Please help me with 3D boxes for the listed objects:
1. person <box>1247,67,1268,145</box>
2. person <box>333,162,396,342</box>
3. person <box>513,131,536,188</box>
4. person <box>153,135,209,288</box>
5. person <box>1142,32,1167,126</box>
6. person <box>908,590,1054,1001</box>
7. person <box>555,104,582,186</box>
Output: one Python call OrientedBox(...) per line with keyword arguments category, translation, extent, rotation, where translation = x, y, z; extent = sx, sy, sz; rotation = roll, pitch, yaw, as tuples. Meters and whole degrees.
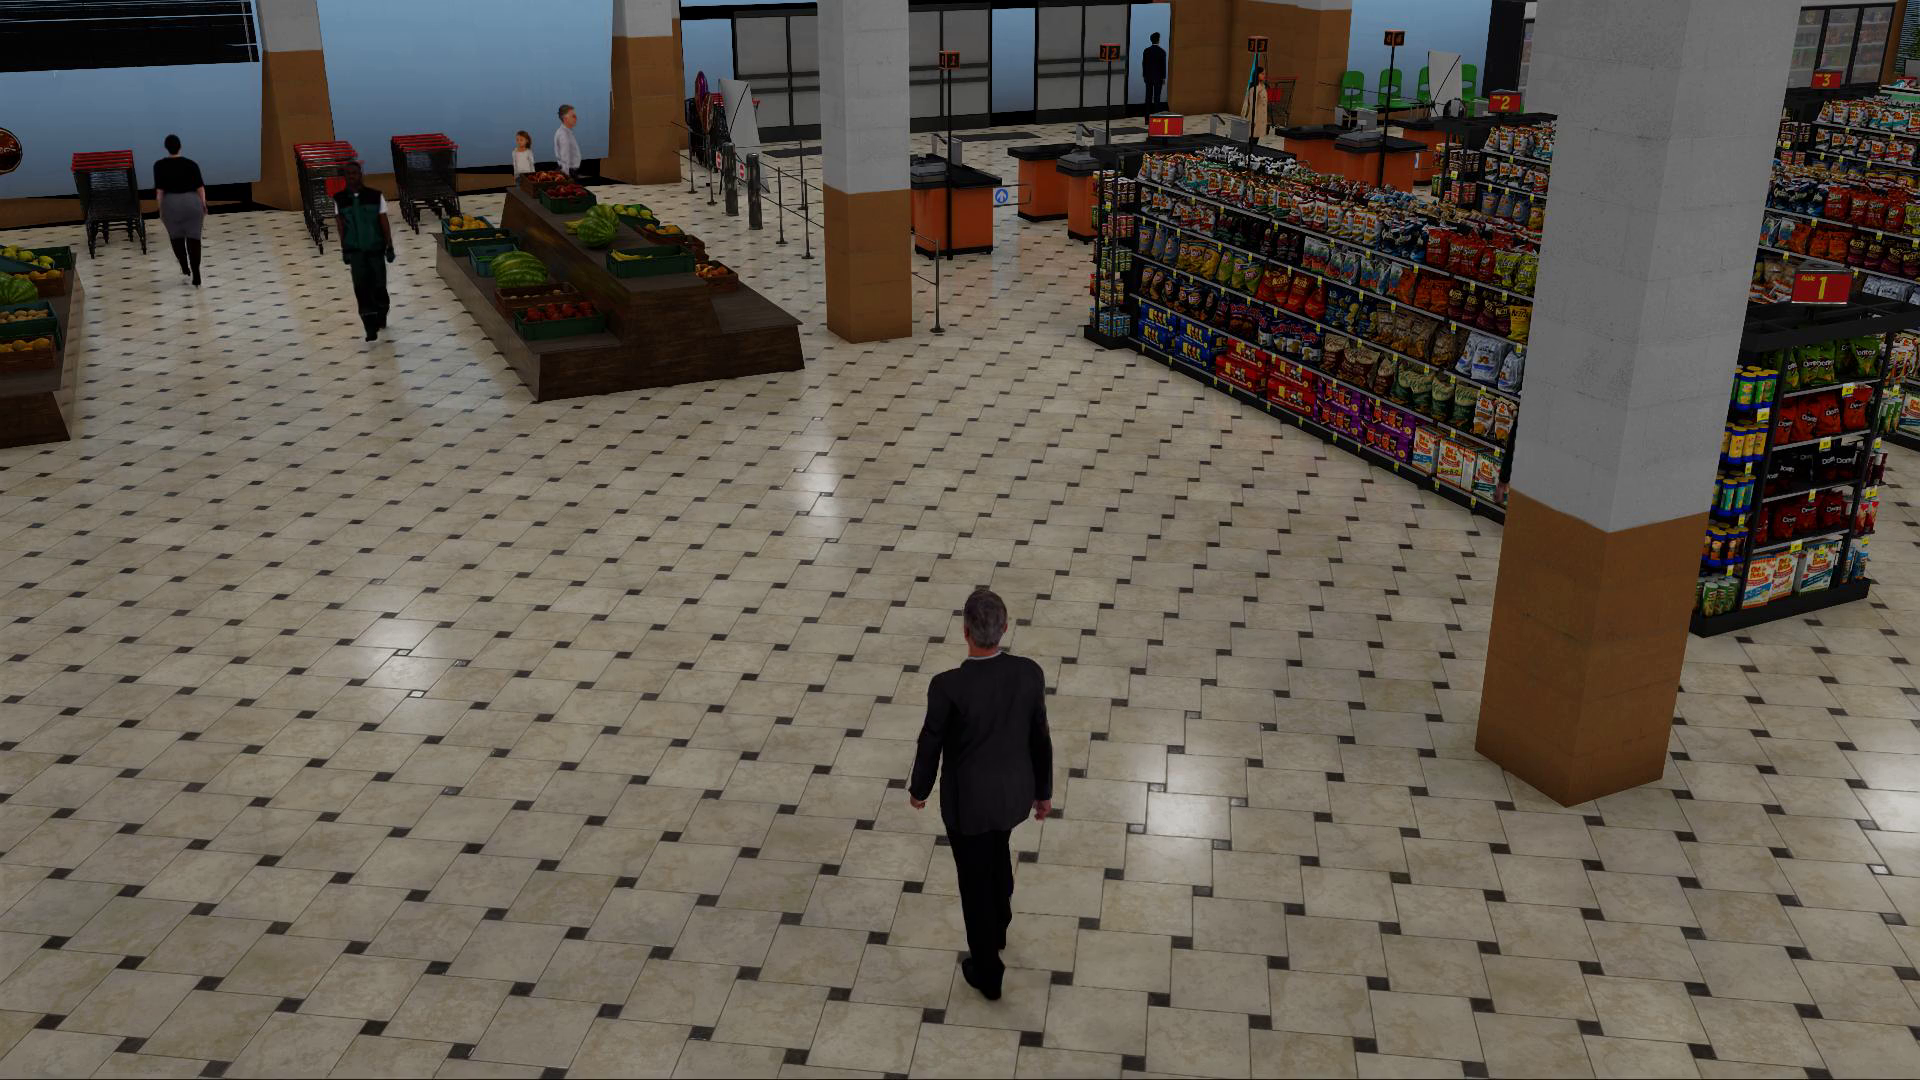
OrientedBox(category="person", translation=(4.763, -6.763, 26.812), extent=(0.737, 1.682, 0.715), rotation=(11, 25, 26))
OrientedBox(category="person", translation=(-6.164, -3.006, 17.318), extent=(0.858, 1.789, 1.228), rotation=(-5, 22, -12))
OrientedBox(category="person", translation=(-5.916, -4.939, 22.774), extent=(0.664, 1.309, 0.725), rotation=(8, 23, 18))
OrientedBox(category="person", translation=(-9.062, -3.801, 19.380), extent=(0.722, 1.727, 0.972), rotation=(-8, 23, -18))
OrientedBox(category="person", translation=(3.731, -8.885, 32.034), extent=(0.677, 1.727, 0.768), rotation=(11, 24, 26))
OrientedBox(category="person", translation=(0.143, 1.121, 7.008), extent=(0.758, 1.819, 0.812), rotation=(-13, 25, -28))
OrientedBox(category="person", translation=(-5.152, -4.718, 21.560), extent=(0.798, 1.803, 0.891), rotation=(-6, 23, -15))
